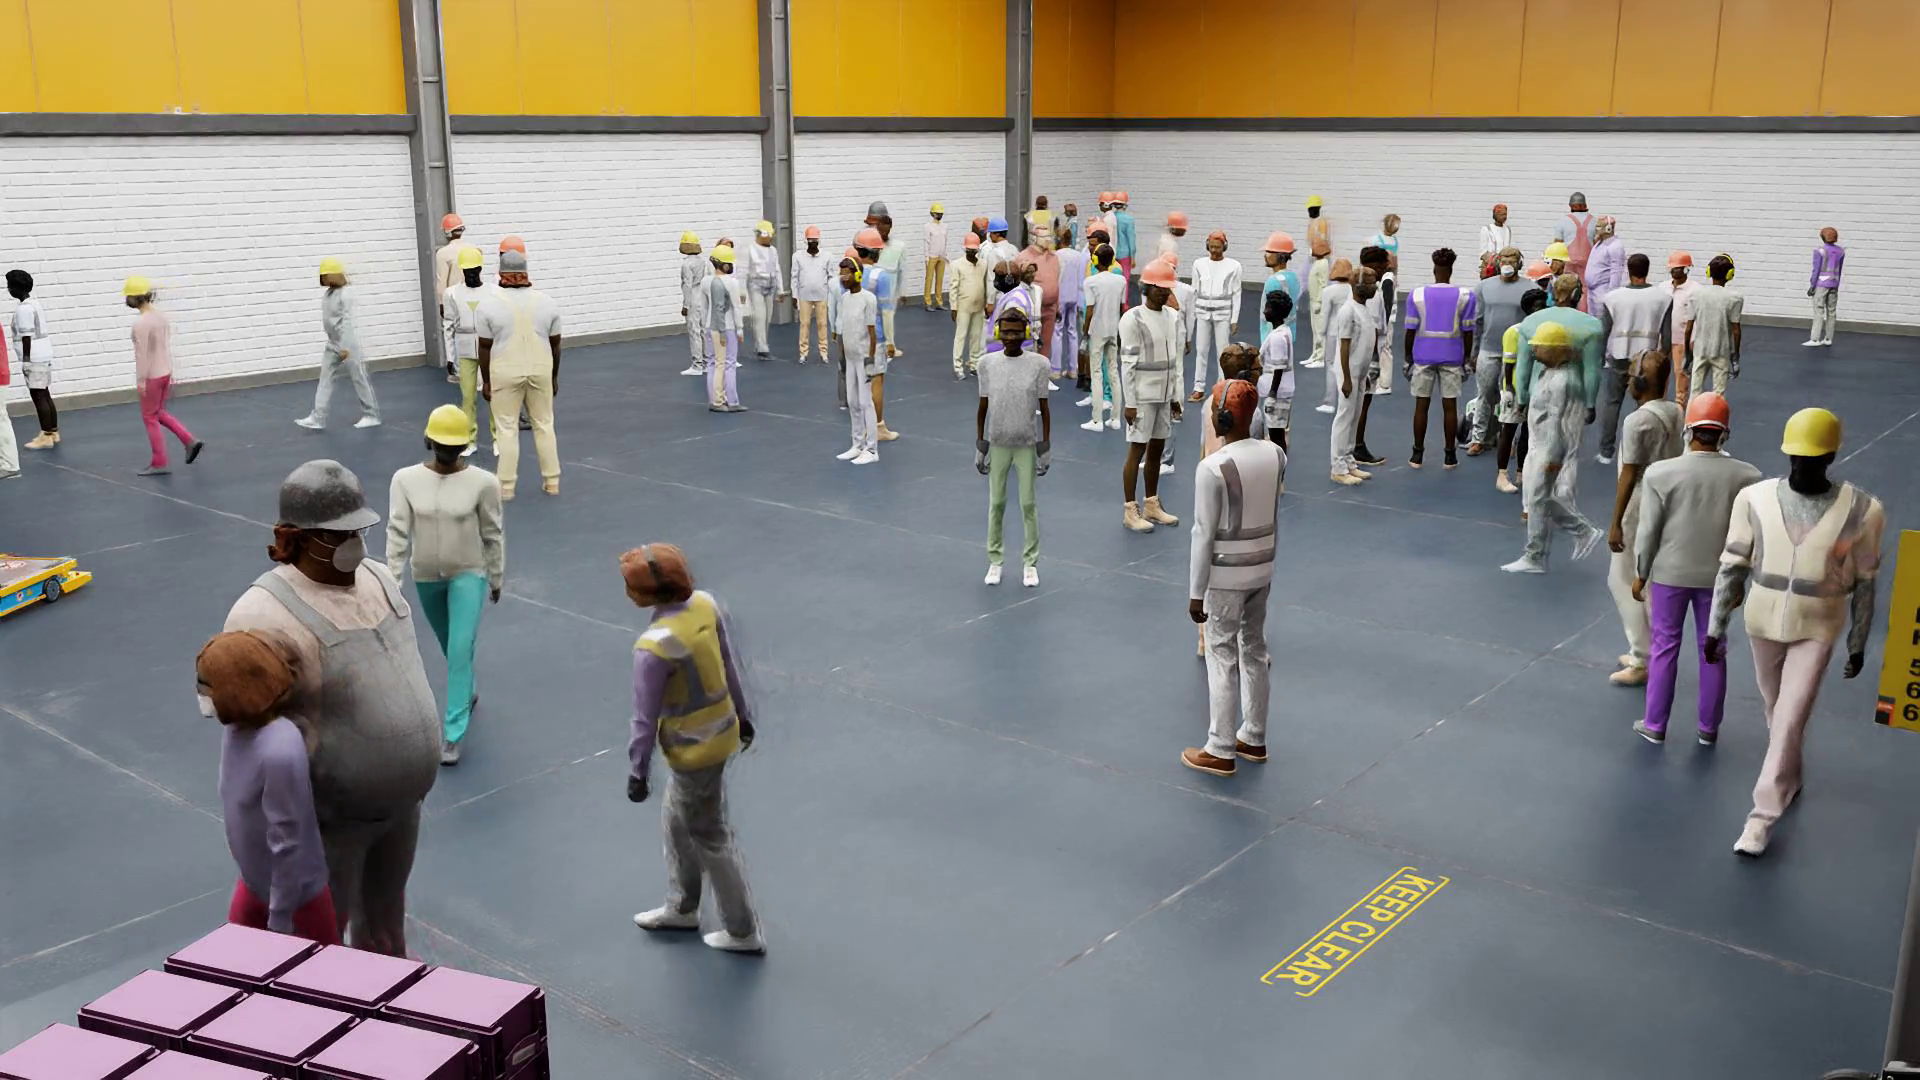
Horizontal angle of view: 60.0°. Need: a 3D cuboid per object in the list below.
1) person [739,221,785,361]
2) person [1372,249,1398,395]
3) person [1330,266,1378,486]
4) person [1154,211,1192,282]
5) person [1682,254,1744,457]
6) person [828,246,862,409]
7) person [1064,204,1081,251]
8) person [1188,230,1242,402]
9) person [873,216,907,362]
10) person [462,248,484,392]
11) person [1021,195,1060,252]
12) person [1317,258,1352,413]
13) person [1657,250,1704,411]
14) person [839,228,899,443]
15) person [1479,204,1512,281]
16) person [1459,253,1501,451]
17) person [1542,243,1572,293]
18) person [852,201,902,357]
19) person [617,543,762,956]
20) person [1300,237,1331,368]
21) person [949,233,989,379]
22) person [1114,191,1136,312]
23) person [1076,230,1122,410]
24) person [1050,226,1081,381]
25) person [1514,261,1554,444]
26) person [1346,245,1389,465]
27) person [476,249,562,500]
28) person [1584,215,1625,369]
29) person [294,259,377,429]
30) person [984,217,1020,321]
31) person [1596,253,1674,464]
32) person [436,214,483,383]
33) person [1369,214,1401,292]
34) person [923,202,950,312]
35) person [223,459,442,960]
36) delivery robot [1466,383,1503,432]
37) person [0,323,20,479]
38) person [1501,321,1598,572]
[{"bbox_3d":[-2.531,-3.221,21.578,0.685,1.771,0.658,11,18,38],"label":"person"},{"bbox_3d":[4.782,-2.462,18.824,0.314,1.639,0.517,2,14,7],"label":"person"},{"bbox_3d":[3.362,-1.395,14.145,0.344,1.845,0.504,8,16,30],"label":"person"},{"bbox_3d":[2.642,-3.211,21.200,0.573,1.943,0.649,1,14,2],"label":"person"},{"bbox_3d":[6.864,-1.666,15.179,0.510,1.872,0.329,11,18,38],"label":"person"},{"bbox_3d":[-1.126,-2.270,17.826,0.572,1.750,0.330,4,14,14],"label":"person"},{"bbox_3d":[1.992,-5.178,29.704,0.314,1.632,0.523,-1,14,-4],"label":"person"},{"bbox_3d":[2.779,-2.436,18.225,0.574,1.886,0.356,6,15,23],"label":"person"},{"bbox_3d":[-0.969,-3.205,21.312,0.616,1.887,0.487,3,14,13],"label":"person"},{"bbox_3d":[-5.548,-2.522,19.068,0.307,1.636,0.525,-6,15,-23],"label":"person"},{"bbox_3d":[1.385,-4.978,28.516,0.670,1.834,0.437,2,14,8],"label":"person"},{"bbox_3d":[4.029,-2.163,17.643,0.503,1.632,0.269,-5,15,-20],"label":"person"},{"bbox_3d":[7.369,-2.109,17.182,0.335,1.749,0.575,-9,17,-31],"label":"person"},{"bbox_3d":[-0.868,-1.962,16.006,0.605,2.045,0.383,11,18,37],"label":"person"},{"bbox_3d":[7.790,-3.931,24.206,0.574,1.882,0.356,-7,16,-27],"label":"person"},{"bbox_3d":[4.965,-1.757,15.589,0.380,1.845,0.570,9,16,31],"label":"person"},{"bbox_3d":[6.092,-2.155,17.222,0.403,1.826,0.588,6,15,23],"label":"person"},{"bbox_3d":[-1.050,-3.435,21.900,0.672,2.000,0.536,11,18,38],"label":"person"},{"bbox_3d":[-1.015,0.763,6.021,0.621,1.595,0.575,3,14,13],"label":"person"},{"bbox_3d":[4.495,-2.991,20.953,0.283,1.633,0.500,0,14,1],"label":"person"},{"bbox_3d":[0.136,-2.815,20.008,0.573,1.747,0.337,-9,17,-33],"label":"person"},{"bbox_3d":[2.510,-4.452,26.053,0.611,1.998,0.375,13,19,42],"label":"person"},{"bbox_3d":[1.525,-2.358,17.844,0.374,1.916,0.596,-8,16,-28],"label":"person"},{"bbox_3d":[1.243,-2.824,19.886,0.511,1.836,0.357,-8,16,-30],"label":"person"},{"bbox_3d":[5.481,-1.782,15.879,0.320,1.749,0.561,11,18,37],"label":"person"},{"bbox_3d":[3.647,-1.665,14.979,0.366,1.966,0.602,-1,14,-5],"label":"person"},{"bbox_3d":[-3.617,-1.369,13.646,0.687,2.000,0.537,-8,16,-29],"label":"person"},{"bbox_3d":[8.005,-3.094,20.811,0.406,1.906,0.654,-1,14,-2],"label":"person"},{"bbox_3d":[-6.267,-1.943,16.621,0.500,1.704,0.815,11,18,38],"label":"person"},{"bbox_3d":[0.490,-2.889,19.935,0.415,1.939,0.610,8,16,30],"label":"person"},{"bbox_3d":[6.040,-1.615,14.934,0.621,1.895,0.410,4,15,17],"label":"person"},{"bbox_3d":[-5.907,-2.844,19.660,0.400,1.990,0.617,11,18,37],"label":"person"},{"bbox_3d":[5.817,-3.595,23.013,0.561,1.812,0.435,-10,17,-36],"label":"person"},{"bbox_3d":[-0.382,-4.629,27.231,0.522,1.768,0.311,-13,19,-41],"label":"person"},{"bbox_3d":[-1.882,0.743,5.205,0.538,2.000,0.685,5,15,19],"label":"person"},{"bbox_3d":[5.157,-1.278,16.103,0.477,0.478,0.707,9,16,31],"label":"delivery robot"},{"bbox_3d":[-8.419,-1.399,14.384,0.354,1.738,0.573,-10,17,-36],"label":"person"},{"bbox_3d":[4.048,-0.615,11.263,0.554,1.732,0.491,2,14,9],"label":"person"}]
